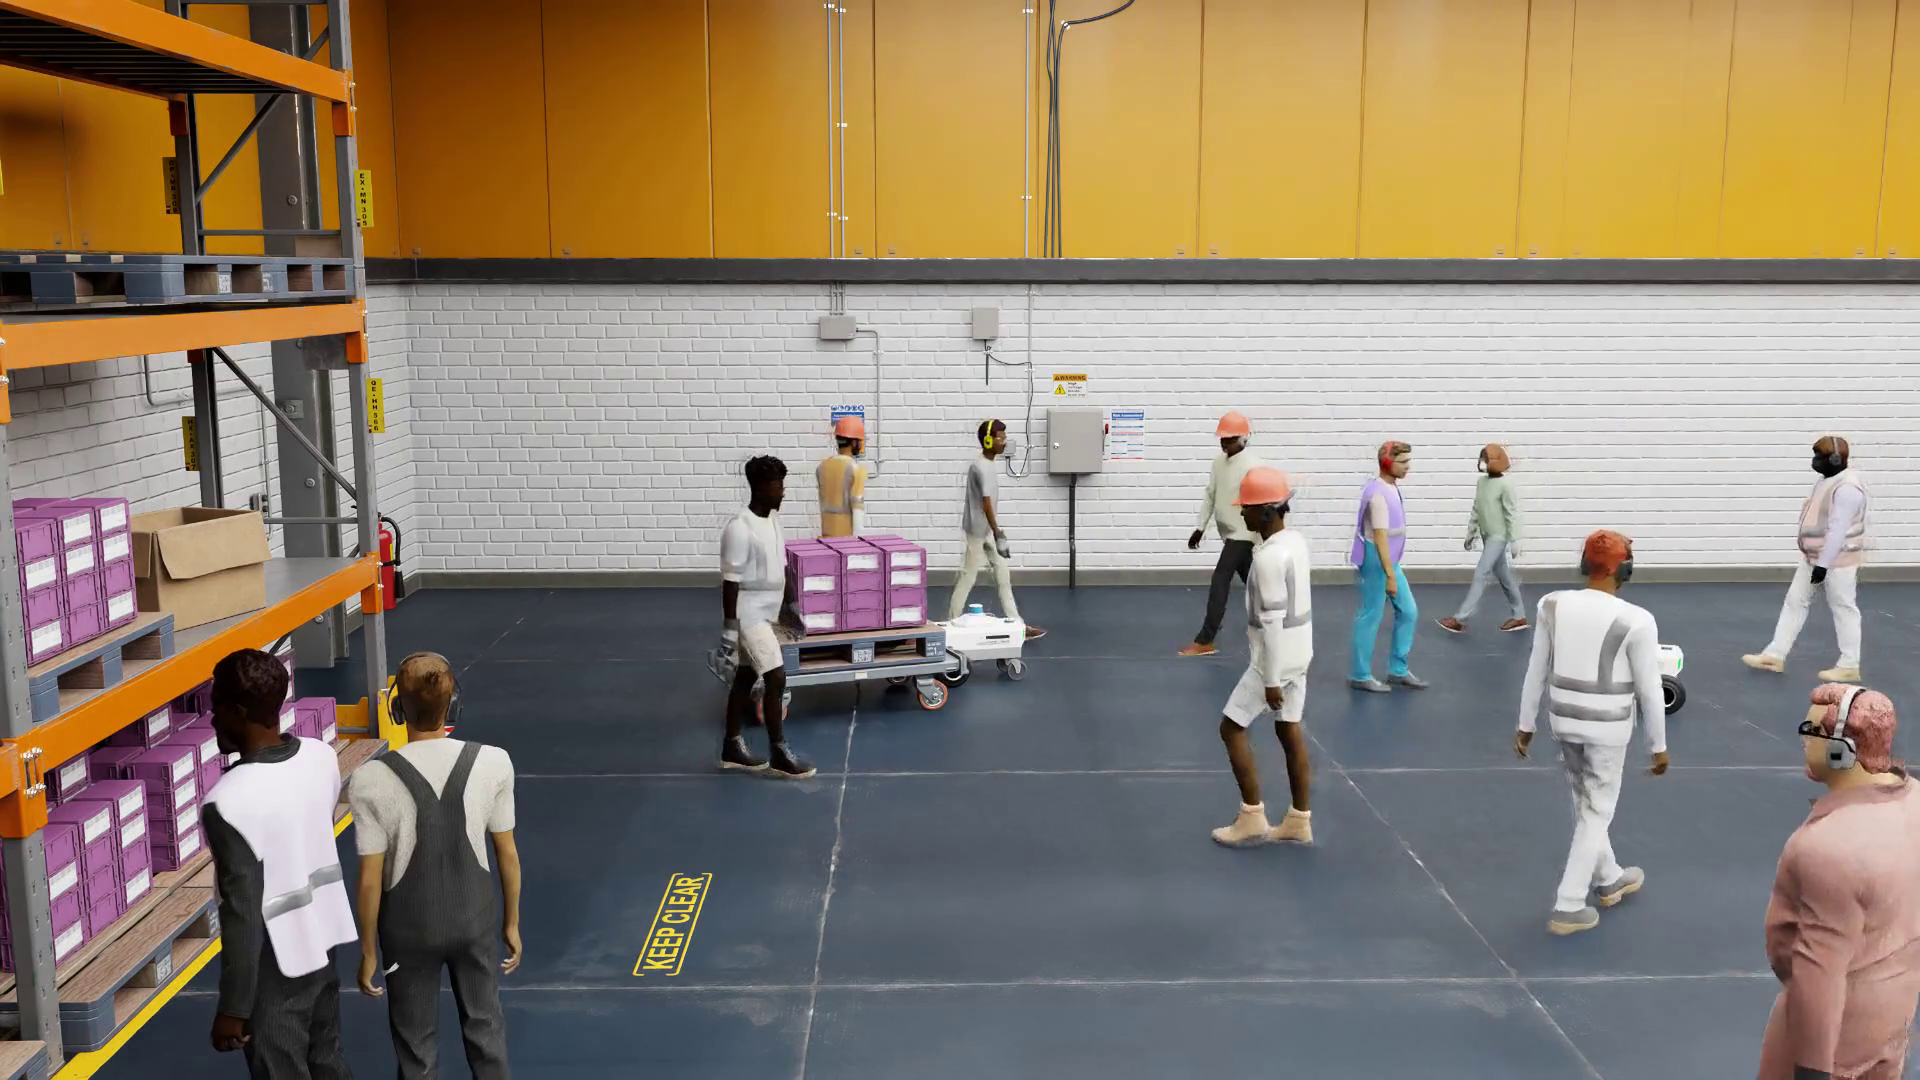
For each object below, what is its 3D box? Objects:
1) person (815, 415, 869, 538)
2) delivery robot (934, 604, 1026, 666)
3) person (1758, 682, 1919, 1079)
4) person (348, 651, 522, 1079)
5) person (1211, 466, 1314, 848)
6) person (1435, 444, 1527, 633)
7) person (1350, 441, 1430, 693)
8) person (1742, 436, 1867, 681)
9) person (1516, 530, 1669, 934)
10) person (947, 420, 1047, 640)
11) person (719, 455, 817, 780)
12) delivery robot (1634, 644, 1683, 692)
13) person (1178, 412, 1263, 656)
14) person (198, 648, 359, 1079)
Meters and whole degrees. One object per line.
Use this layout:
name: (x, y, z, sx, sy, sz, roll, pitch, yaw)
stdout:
person: (-0.963, -0.047, 13.224, 0.545, 1.889, 0.996, 8, 12, 40)
delivery robot: (0.117, 0.717, 12.283, 0.707, 0.478, 0.477, -2, 10, -15)
person: (2.550, 1.338, 4.690, 0.649, 1.885, 0.751, -7, 11, -35)
person: (-1.654, 1.261, 5.291, 0.517, 1.843, 0.325, -5, 11, -29)
person: (1.583, 0.622, 8.694, 0.659, 2.020, 0.635, 5, 11, 29)
person: (4.377, -0.007, 13.830, 0.859, 1.581, 0.519, -1, 9, -9)
person: (3.105, 0.207, 11.807, 0.681, 1.821, 0.611, 4, 10, 25)
person: (6.266, 0.144, 12.235, 0.868, 1.805, 0.644, 1, 9, 7)
person: (3.006, 0.864, 7.701, 0.787, 1.850, 0.623, -6, 11, -34)
person: (0.283, -0.042, 13.329, 0.918, 1.826, 0.521, 2, 9, 12)
person: (-1.115, 0.454, 9.939, 0.796, 1.931, 0.615, 2, 9, 12)
delivery robot: (4.619, 0.838, 11.544, 0.707, 0.478, 0.477, 3, 10, 16)
person: (2.243, -0.054, 13.190, 1.088, 1.943, 0.631, -3, 10, -17)
person: (-2.041, 1.269, 5.021, 0.396, 1.919, 0.590, 1, 9, 7)
